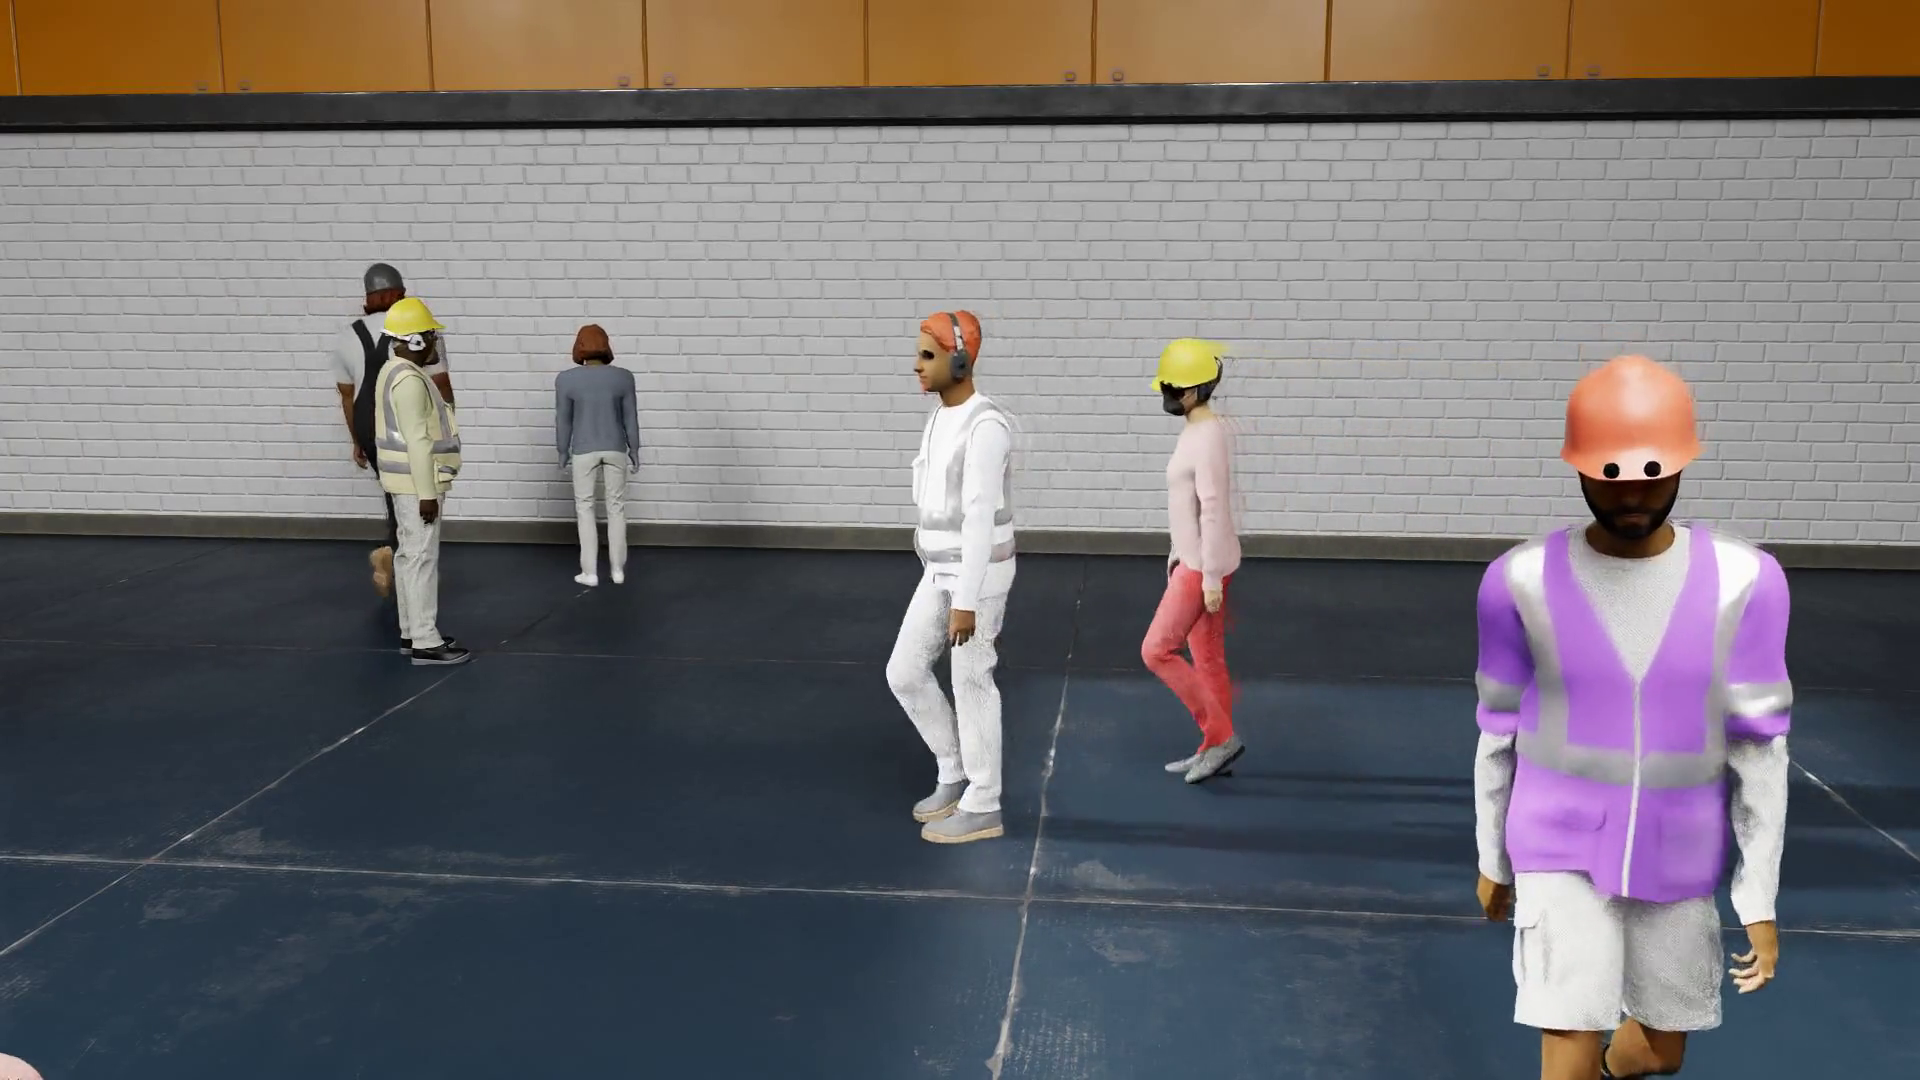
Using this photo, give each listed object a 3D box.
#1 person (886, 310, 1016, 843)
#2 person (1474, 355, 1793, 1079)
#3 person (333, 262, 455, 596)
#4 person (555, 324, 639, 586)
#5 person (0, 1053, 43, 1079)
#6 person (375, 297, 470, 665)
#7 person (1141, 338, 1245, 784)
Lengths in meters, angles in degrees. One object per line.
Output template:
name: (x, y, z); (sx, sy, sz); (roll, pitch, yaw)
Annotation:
person: (-0.023, 0.149, 5.763); (0.425, 1.871, 0.577); (-4, 11, -23)
person: (1.260, 0.577, 3.235); (0.543, 1.901, 0.869); (2, 10, 13)
person: (-3.368, -0.660, 9.889); (0.700, 2.000, 0.788); (2, 10, 11)
person: (-2.249, -0.527, 10.340); (0.507, 1.620, 0.321); (-4, 11, -22)
person: (-0.972, 0.945, 1.492); (0.529, 1.769, 0.323); (1, 10, 6)
person: (-2.714, -0.293, 8.374); (0.404, 1.837, 0.595); (-5, 11, -27)
person: (0.896, 0.099, 6.374); (0.394, 1.745, 0.577); (2, 10, 10)
